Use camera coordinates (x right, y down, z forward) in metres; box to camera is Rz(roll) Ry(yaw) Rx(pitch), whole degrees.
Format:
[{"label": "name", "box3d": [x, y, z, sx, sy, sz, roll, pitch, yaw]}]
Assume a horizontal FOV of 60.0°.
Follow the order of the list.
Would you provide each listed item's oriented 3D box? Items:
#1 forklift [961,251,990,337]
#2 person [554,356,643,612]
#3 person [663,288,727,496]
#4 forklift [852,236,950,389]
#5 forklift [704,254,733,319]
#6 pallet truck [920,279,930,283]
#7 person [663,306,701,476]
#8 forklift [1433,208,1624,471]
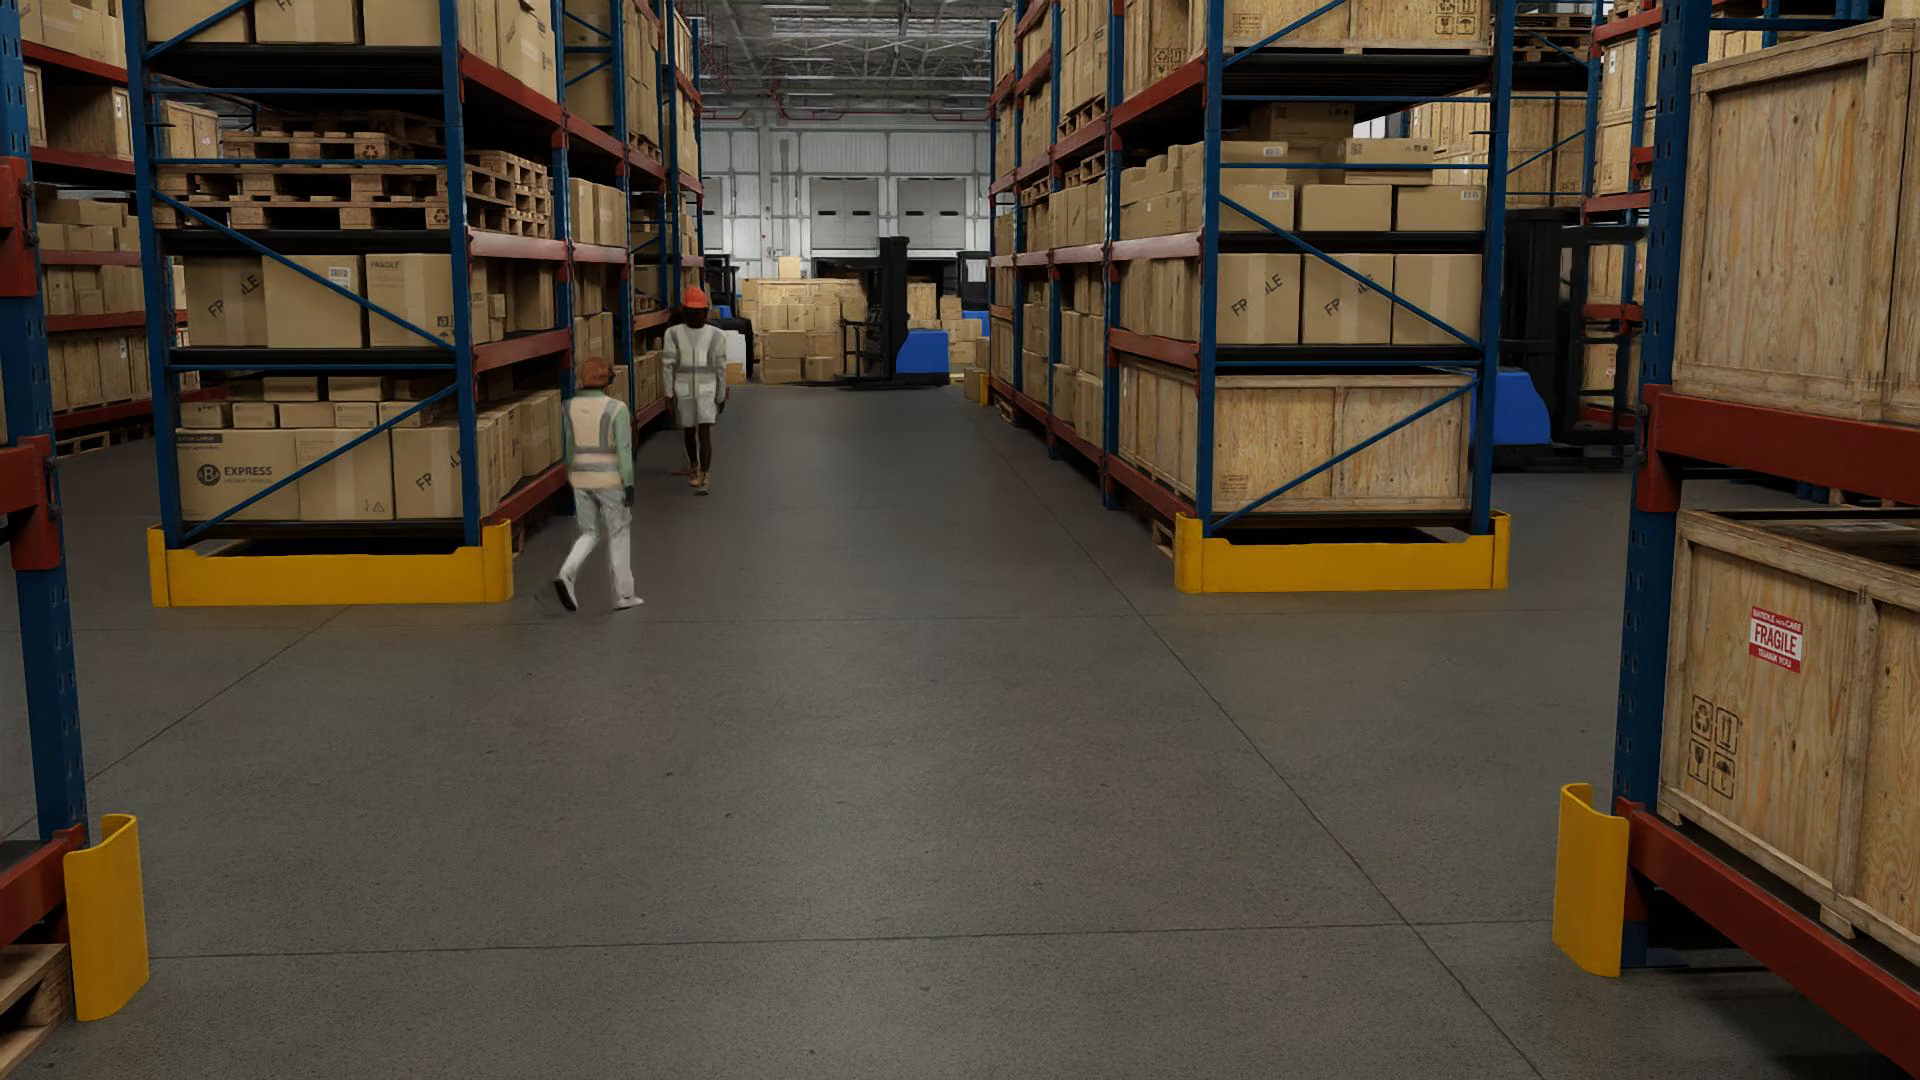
[{"label": "forklift", "box3d": [0.497, -7.082, 48.799, 1.129, 2.768, 1.873, -1, 9, -4]}, {"label": "person", "box3d": [-2.302, -0.337, 10.398, 0.558, 1.616, 0.580, 4, 10, 24]}, {"label": "person", "box3d": [-2.581, -1.468, 16.305, 0.603, 2.007, 1.026, 0, 9, -3]}, {"label": "forklift", "box3d": [-1.214, -4.246, 30.991, 1.873, 2.768, 1.129, -3, 9, -17]}, {"label": "forklift", "box3d": [-8.207, -8.253, 56.154, 1.129, 2.768, 1.873, 1, 9, 9]}, {"label": "pallet truck", "box3d": [-0.932, -8.922, 63.114, 1.885, 1.965, 0.823, 2, 9, 13]}, {"label": "person", "box3d": [-2.910, -1.565, 17.577, 0.429, 1.801, 0.750, -1, 9, -5]}, {"label": "forklift", "box3d": [6.153, -2.197, 18.124, 1.873, 2.768, 1.129, -1, 9, -4]}]
